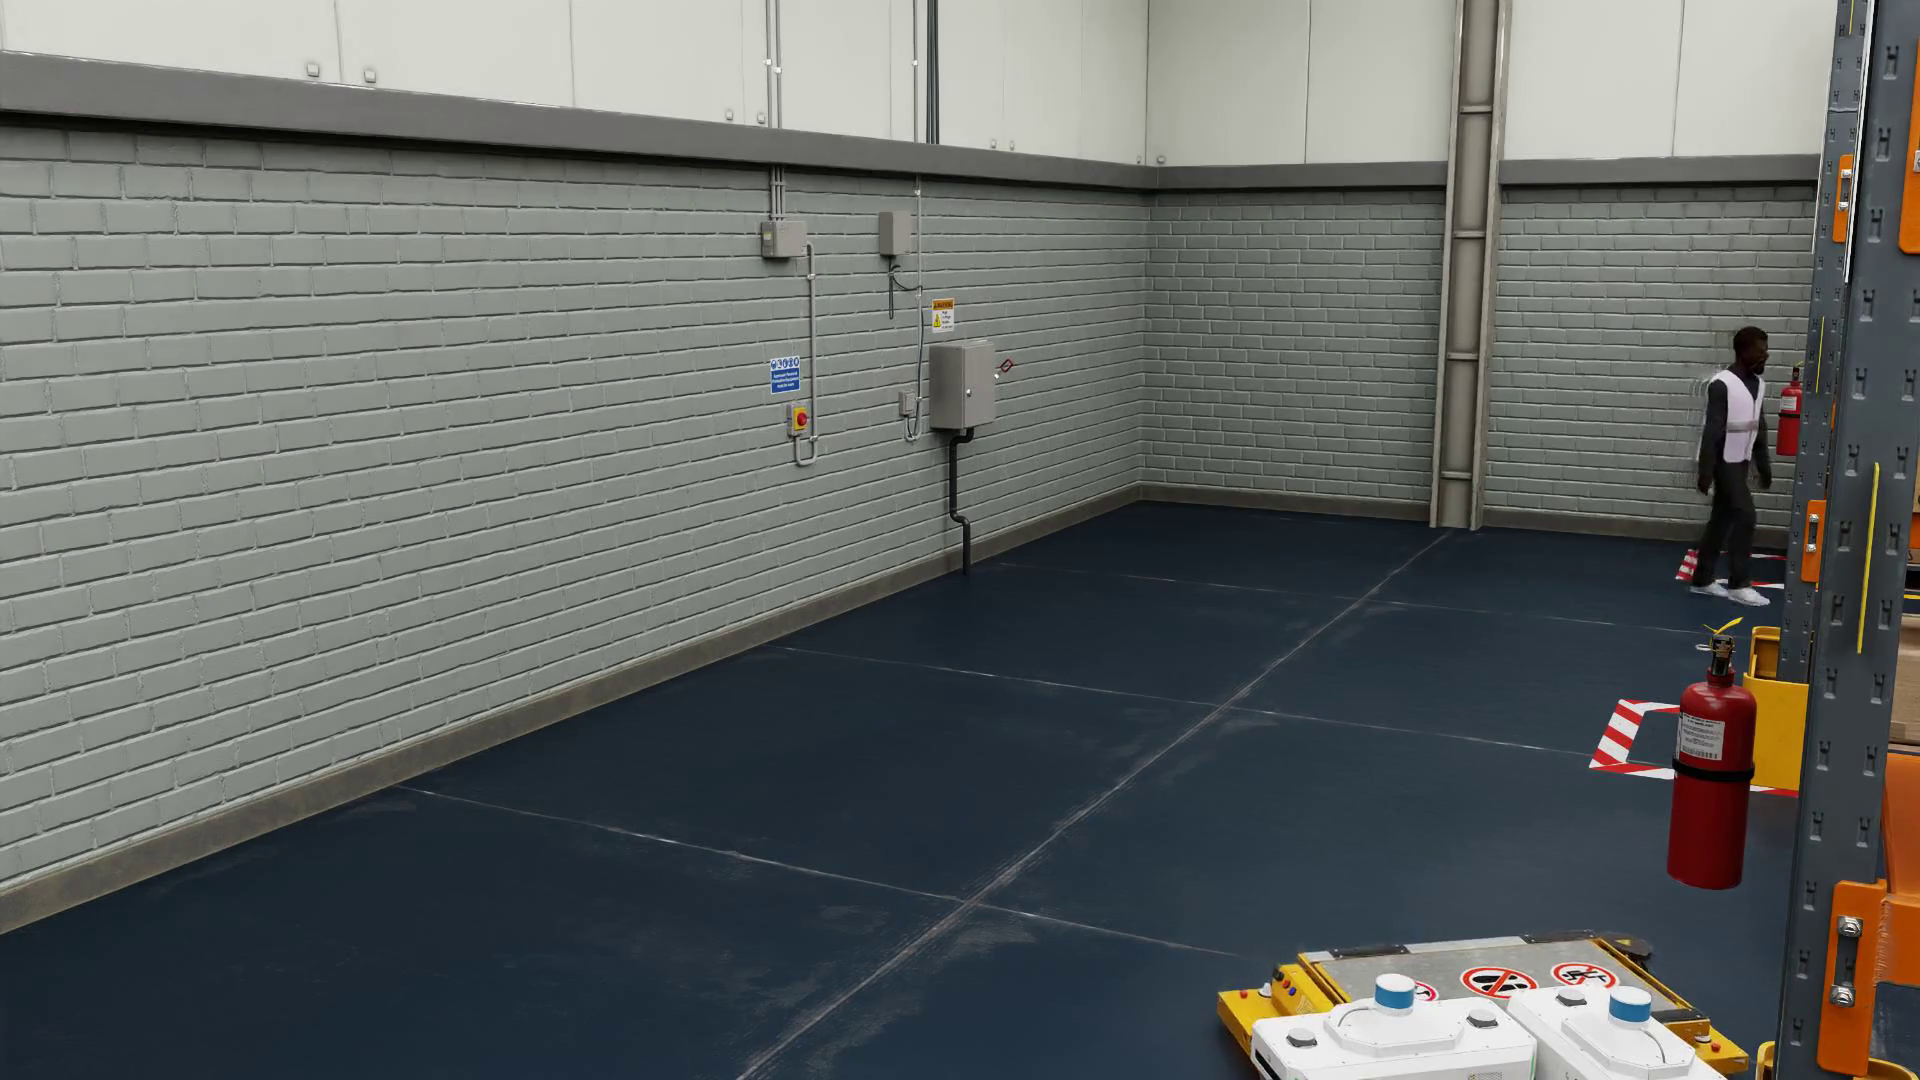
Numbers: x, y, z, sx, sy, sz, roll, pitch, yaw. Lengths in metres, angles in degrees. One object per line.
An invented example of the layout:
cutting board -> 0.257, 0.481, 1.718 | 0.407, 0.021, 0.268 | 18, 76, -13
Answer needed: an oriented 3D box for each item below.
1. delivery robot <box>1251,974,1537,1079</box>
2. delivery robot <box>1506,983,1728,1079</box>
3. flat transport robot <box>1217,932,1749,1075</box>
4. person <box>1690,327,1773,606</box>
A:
delivery robot -> 1.144, 1.398, 4.419 | 0.707, 0.478, 0.477 | -2, 11, -12
delivery robot -> 1.736, 1.412, 4.344 | 0.477, 0.478, 0.707 | -2, 11, -12
flat transport robot -> 1.581, 1.460, 5.111 | 1.431, 0.197, 0.652 | -2, 11, -10
person -> 5.392, -0.499, 11.375 | 0.622, 1.891, 0.776 | -9, 14, -40
